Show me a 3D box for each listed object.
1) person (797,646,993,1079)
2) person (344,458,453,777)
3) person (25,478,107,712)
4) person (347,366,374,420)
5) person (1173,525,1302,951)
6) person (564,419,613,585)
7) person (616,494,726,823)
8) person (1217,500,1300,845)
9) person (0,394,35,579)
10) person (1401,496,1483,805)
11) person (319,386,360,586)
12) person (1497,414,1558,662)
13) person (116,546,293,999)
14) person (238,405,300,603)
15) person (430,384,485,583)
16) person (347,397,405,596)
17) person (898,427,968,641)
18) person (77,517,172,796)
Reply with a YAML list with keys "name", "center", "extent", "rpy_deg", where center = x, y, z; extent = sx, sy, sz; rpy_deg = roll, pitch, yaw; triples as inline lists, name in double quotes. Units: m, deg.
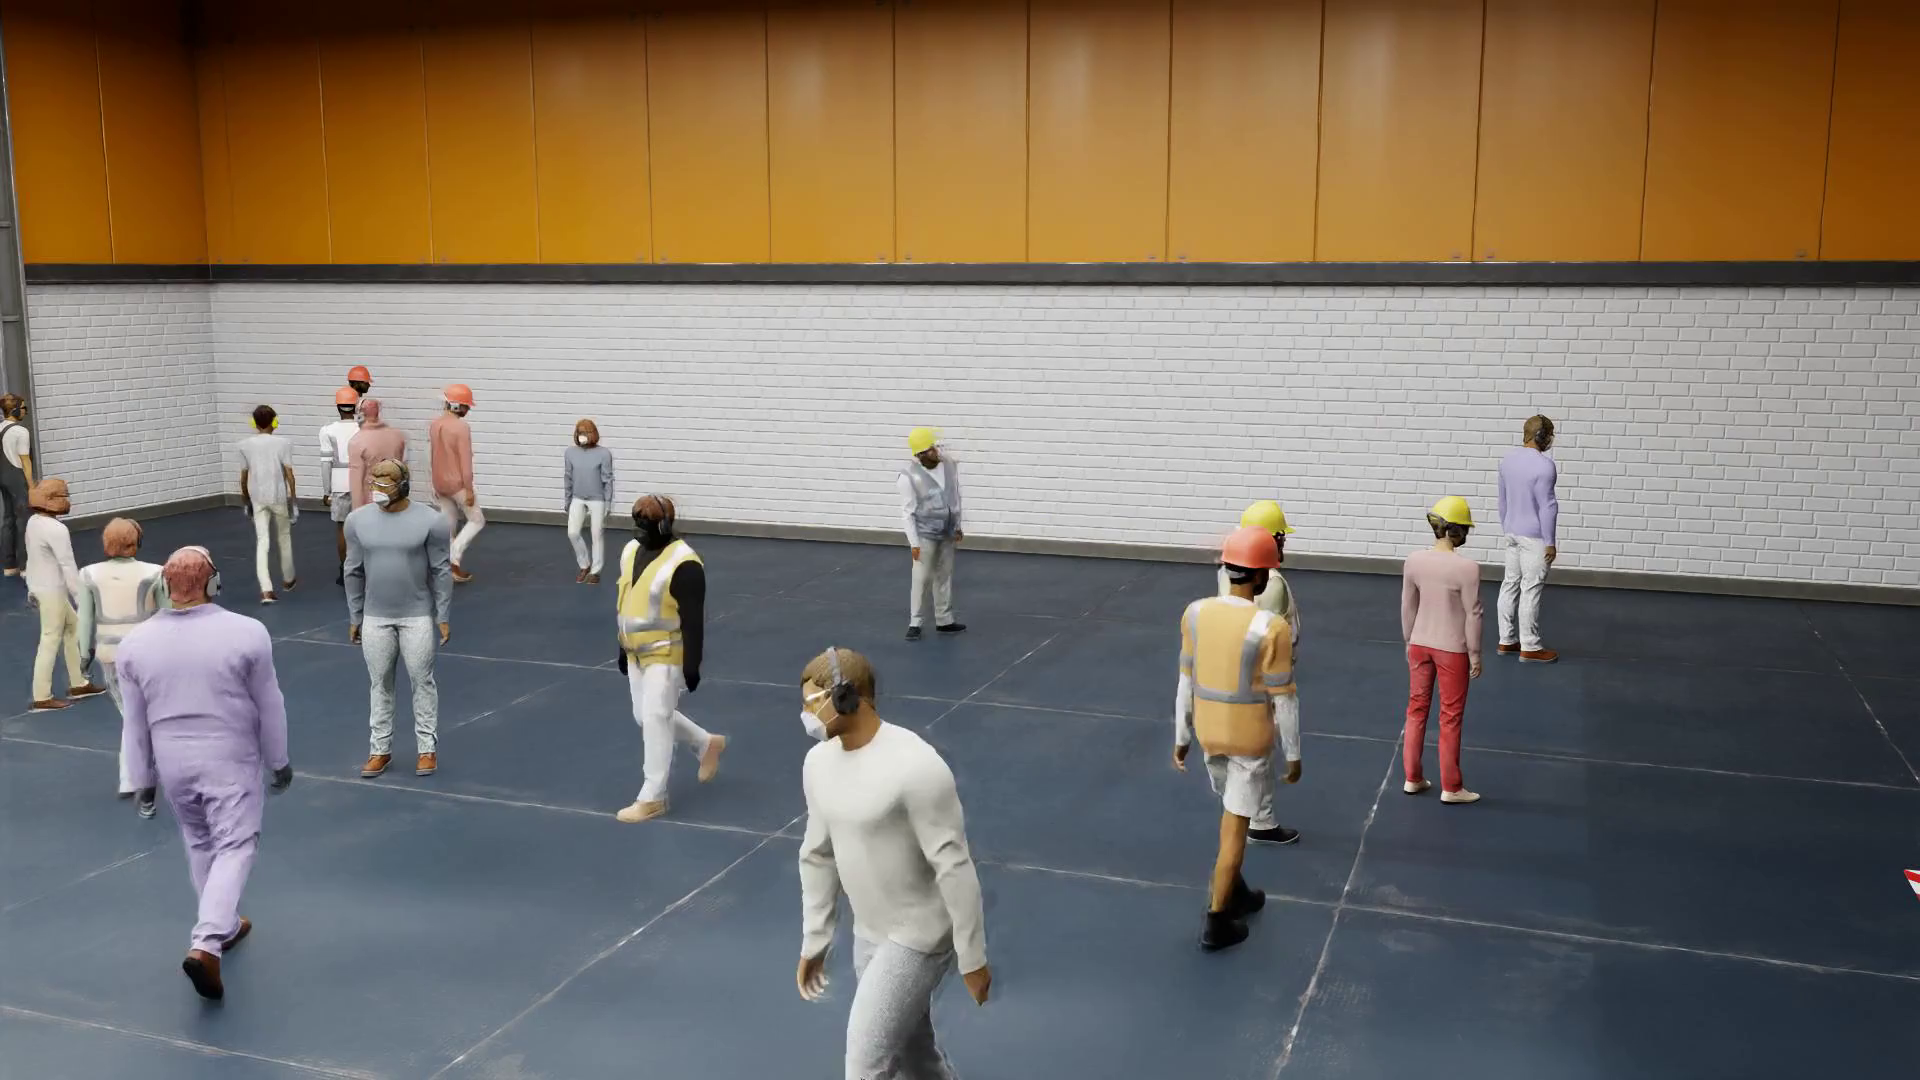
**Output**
- name: "person"
  center: [-0.274, 1.274, 5.168]
  extent: [0.762, 1.881, 0.708]
  rpy_deg: [-6, 11, -31]
- name: "person"
  center: [-3.374, 0.464, 10.018]
  extent: [0.629, 1.937, 0.379]
  rpy_deg: [-1, 9, -3]
- name: "person"
  center: [-6.222, 0.369, 11.603]
  extent: [0.537, 1.608, 0.660]
  rpy_deg: [8, 12, 41]
- name: "person"
  center: [-7.044, -1.080, 19.591]
  extent: [0.357, 1.934, 0.552]
  rpy_deg: [-3, 10, -20]
- name: "person"
  center: [1.327, 0.873, 7.562]
  extent: [0.770, 1.905, 0.569]
  rpy_deg: [-9, 13, -44]
- name: "person"
  center: [-3.608, -0.365, 16.109]
  extent: [0.527, 1.615, 0.386]
  rpy_deg: [2, 9, 10]
- name: "person"
  center: [-1.631, 0.628, 9.348]
  extent: [0.738, 1.822, 0.632]
  rpy_deg: [-8, 12, -42]
- name: "person"
  center: [1.597, 0.699, 8.875]
  extent: [0.403, 1.834, 0.588]
  rpy_deg: [-3, 10, -19]
- name: "person"
  center: [-9.366, -0.532, 16.518]
  extent: [0.501, 1.839, 0.341]
  rpy_deg: [6, 11, 31]
- name: "person"
  center: [2.772, 0.628, 9.542]
  extent: [0.328, 1.762, 0.523]
  rpy_deg: [-7, 11, -37]
- name: "person"
  center: [-5.902, -0.522, 16.127]
  extent: [0.551, 1.936, 0.357]
  rpy_deg: [-5, 10, -28]
- name: "person"
  center: [4.446, -0.016, 13.001]
  extent: [0.371, 1.934, 0.627]
  rpy_deg: [-3, 10, -17]
- name: "person"
  center: [-3.237, 0.964, 7.113]
  extent: [0.636, 1.878, 0.905]
  rpy_deg: [0, 9, 0]
- name: "person"
  center: [-6.407, -0.348, 15.467]
  extent: [0.509, 1.808, 1.010]
  rpy_deg: [-2, 9, -12]
- name: "person"
  center: [-4.874, -0.530, 16.102]
  extent: [0.669, 1.961, 0.442]
  rpy_deg: [8, 12, 39]
- name: "person"
  center: [-5.369, -0.380, 15.393]
  extent: [0.765, 1.885, 0.650]
  rpy_deg: [5, 11, 31]
- name: "person"
  center: [-0.185, -0.057, 13.761]
  extent: [0.699, 1.783, 0.407]
  rpy_deg: [-8, 12, -40]
- name: "person"
  center: [-4.886, 0.659, 9.837]
  extent: [0.539, 1.588, 0.877]
  rpy_deg: [-1, 9, -8]
